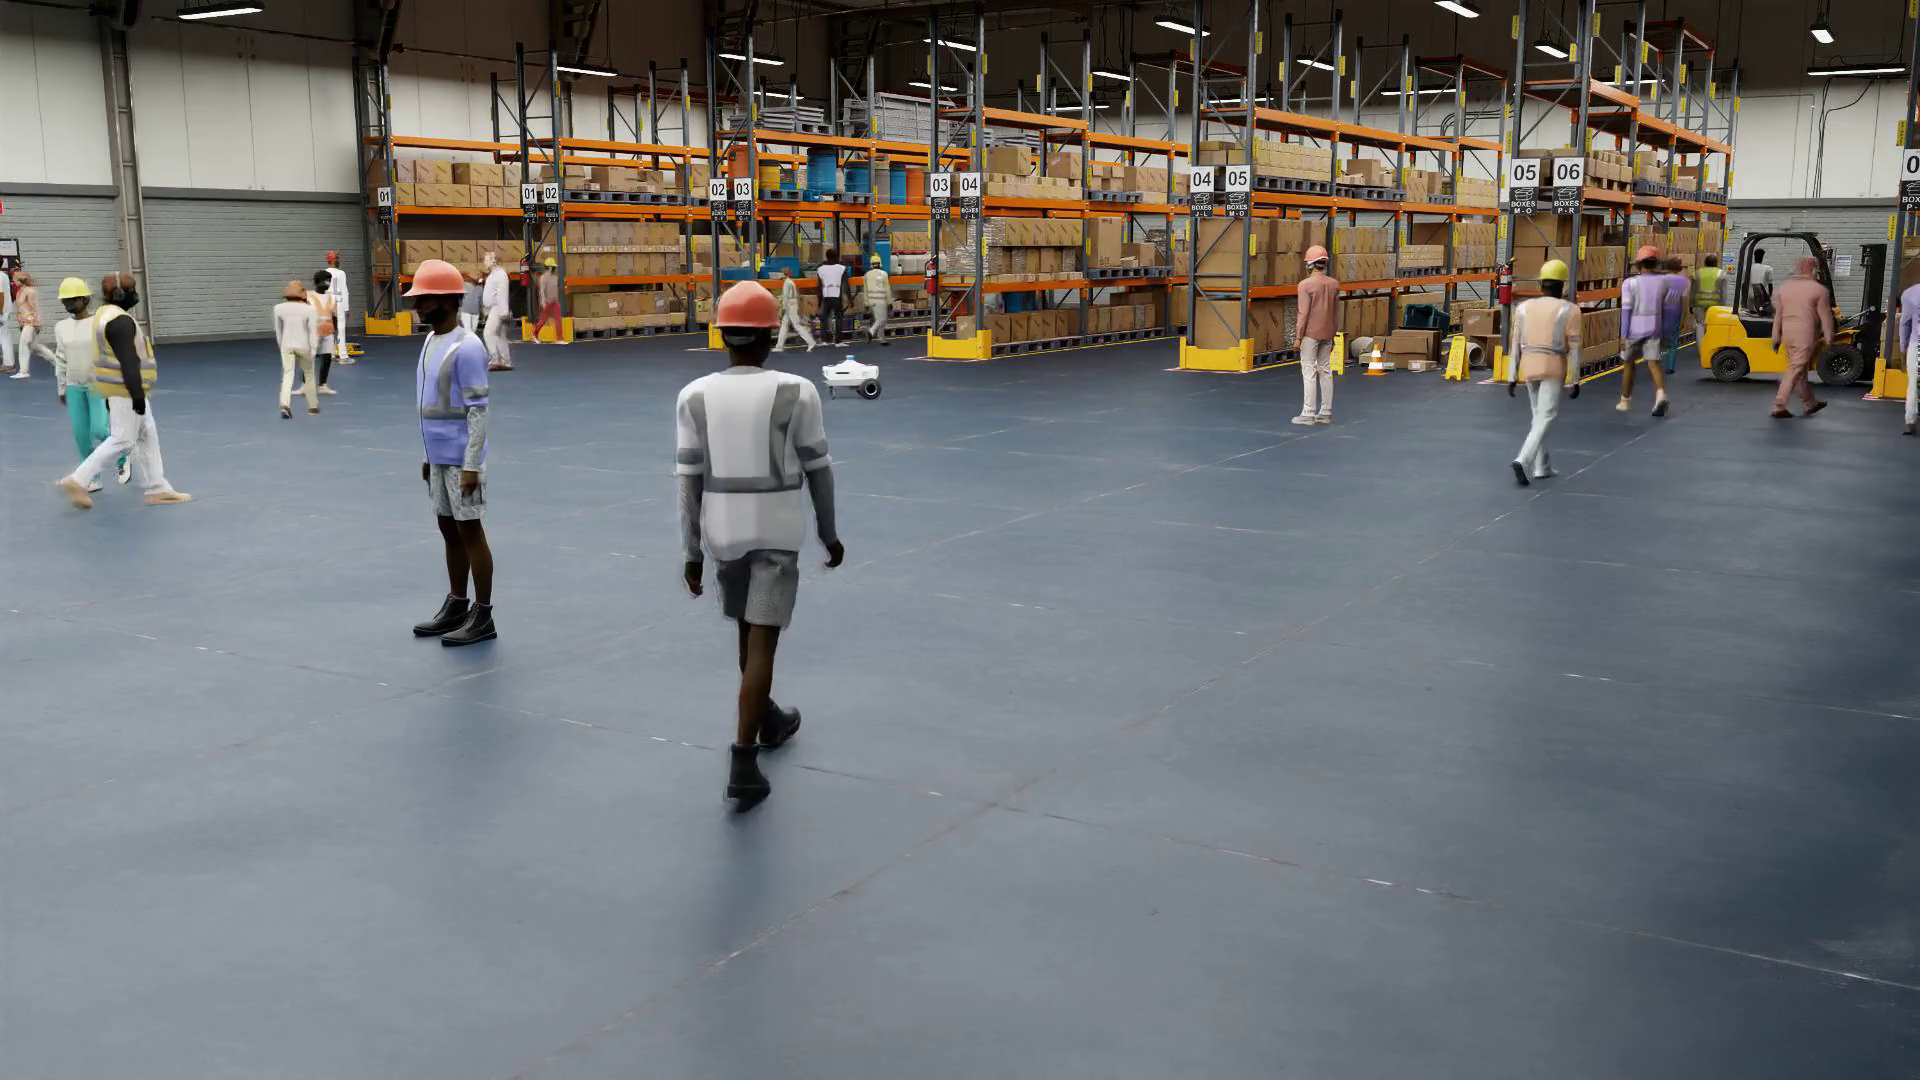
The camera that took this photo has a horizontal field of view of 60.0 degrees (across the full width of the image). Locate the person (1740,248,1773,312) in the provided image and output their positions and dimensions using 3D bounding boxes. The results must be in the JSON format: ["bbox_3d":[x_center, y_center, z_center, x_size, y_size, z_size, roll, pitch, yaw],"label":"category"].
[{"bbox_3d":[16.577,-5.101,34.607,0.610,1.929,0.967,4,11,21],"label":"person"}]

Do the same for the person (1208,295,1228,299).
[{"bbox_3d":[5.256,-4.837,33.768,0.541,1.680,0.447,9,14,42],"label":"person"}]

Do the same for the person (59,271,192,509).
[{"bbox_3d":[-6.433,-1.136,12.700,0.848,1.819,0.628,-6,12,-30],"label":"person"}]

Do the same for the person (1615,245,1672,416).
[{"bbox_3d":[8.121,-2.471,19.655,0.621,2.012,0.982,0,10,-2],"label":"person"}]

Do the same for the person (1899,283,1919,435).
[{"bbox_3d":[10.368,-2.080,17.768,0.638,1.894,1.014,7,12,35],"label":"person"}]

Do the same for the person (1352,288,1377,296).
[{"bbox_3d":[9.008,-5.512,37.135,0.523,1.838,0.847,6,12,28],"label":"person"}]

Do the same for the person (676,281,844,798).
[{"bbox_3d":[-0.775,-0.019,6.262,0.563,1.891,1.018,2,10,12],"label":"person"}]

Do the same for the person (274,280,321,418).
[{"bbox_3d":[-7.740,-2.229,19.402,0.498,1.598,0.824,-1,10,-6],"label":"person"}]

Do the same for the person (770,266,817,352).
[{"bbox_3d":[-3.094,-4.290,30.956,0.847,1.597,0.550,0,10,1],"label":"person"}]

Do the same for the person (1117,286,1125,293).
[{"bbox_3d":[4.358,-6.717,43.677,0.654,1.904,0.817,5,11,28],"label":"person"}]

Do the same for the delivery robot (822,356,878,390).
[{"bbox_3d":[-1.434,-2.162,21.696,0.707,0.478,0.477,-2,10,-12],"label":"delivery robot"}]

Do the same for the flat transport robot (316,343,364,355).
[{"bbox_3d":[-11.473,-3.442,29.928,1.431,0.197,0.652,6,12,31],"label":"flat transport robot"}]

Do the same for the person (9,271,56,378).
[{"bbox_3d":[-14.009,-3.258,25.154,0.754,1.611,0.524,-10,14,-43],"label":"person"}]

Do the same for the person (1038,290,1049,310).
[{"bbox_3d":[2.198,-6.920,44.788,0.562,1.918,0.428,7,12,33],"label":"person"}]

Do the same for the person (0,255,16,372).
[{"bbox_3d":[-15.159,-3.586,26.273,0.335,1.868,0.537,-4,11,-22],"label":"person"}]

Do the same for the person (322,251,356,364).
[{"bbox_3d":[-10.517,-3.903,27.994,0.575,1.882,0.361,4,11,23],"label":"person"}]

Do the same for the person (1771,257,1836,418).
[{"bbox_3d":[9.877,-2.351,19.368,1.009,1.849,0.662,-4,11,-21],"label":"person"}]

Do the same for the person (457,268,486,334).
[{"bbox_3d":[-8.292,-3.814,28.277,0.570,1.592,0.596,-9,13,-40],"label":"person"}]

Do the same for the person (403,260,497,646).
[{"bbox_3d":[-2.580,-0.433,8.402,0.366,1.939,0.542,-9,13,-40],"label":"person"}]

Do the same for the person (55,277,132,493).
[{"bbox_3d":[-7.063,-1.252,13.514,0.537,1.750,0.440,2,10,9],"label":"person"}]

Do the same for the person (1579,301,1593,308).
[{"bbox_3d":[15.990,-6.556,42.544,0.623,1.989,0.399,-3,11,-16],"label":"person"}]

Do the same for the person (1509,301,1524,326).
[{"bbox_3d":[13.758,-6.228,40.871,0.627,1.936,0.370,6,12,31],"label":"person"}]

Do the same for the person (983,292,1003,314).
[{"bbox_3d":[0.634,-4.804,33.435,0.503,1.731,0.379,5,11,28],"label":"person"}]

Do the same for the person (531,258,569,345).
[{"bbox_3d":[-8.224,-4.766,33.204,0.801,1.737,0.528,5,11,28],"label":"person"}]

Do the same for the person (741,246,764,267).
[{"bbox_3d":[-4.649,-5.639,37.448,0.641,1.974,0.518,4,11,24],"label":"person"}]

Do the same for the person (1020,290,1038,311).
[{"bbox_3d":[1.666,-5.898,39.348,0.511,1.825,0.775,6,12,29],"label":"person"}]

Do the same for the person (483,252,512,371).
[{"bbox_3d":[-7.418,-3.596,26.264,0.664,1.883,0.668,-5,11,-26],"label":"person"}]

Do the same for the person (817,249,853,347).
[{"bbox_3d":[-2.483,-4.704,32.460,0.776,1.896,0.471,1,10,8],"label":"person"}]

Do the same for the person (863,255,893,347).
[{"bbox_3d":[-1.640,-4.619,32.239,0.608,1.800,0.697,9,13,41],"label":"person"}]

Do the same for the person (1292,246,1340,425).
[{"bbox_3d":[3.975,-2.290,18.642,0.622,1.992,0.395,-7,12,-34],"label":"person"}]

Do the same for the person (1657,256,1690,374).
[{"bbox_3d":[10.928,-3.461,25.683,0.580,1.824,0.718,6,12,31],"label":"person"}]

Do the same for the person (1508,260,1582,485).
[{"bbox_3d":[4.920,-1.418,14.073,0.900,1.897,0.597,-9,14,-42],"label":"person"}]

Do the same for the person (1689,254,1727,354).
[{"bbox_3d":[13.623,-4.289,30.319,0.631,1.831,0.438,6,12,29],"label":"person"}]

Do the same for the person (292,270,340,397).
[{"bbox_3d":[-8.546,-2.726,22.018,0.323,1.672,0.685,10,14,43],"label":"person"}]
